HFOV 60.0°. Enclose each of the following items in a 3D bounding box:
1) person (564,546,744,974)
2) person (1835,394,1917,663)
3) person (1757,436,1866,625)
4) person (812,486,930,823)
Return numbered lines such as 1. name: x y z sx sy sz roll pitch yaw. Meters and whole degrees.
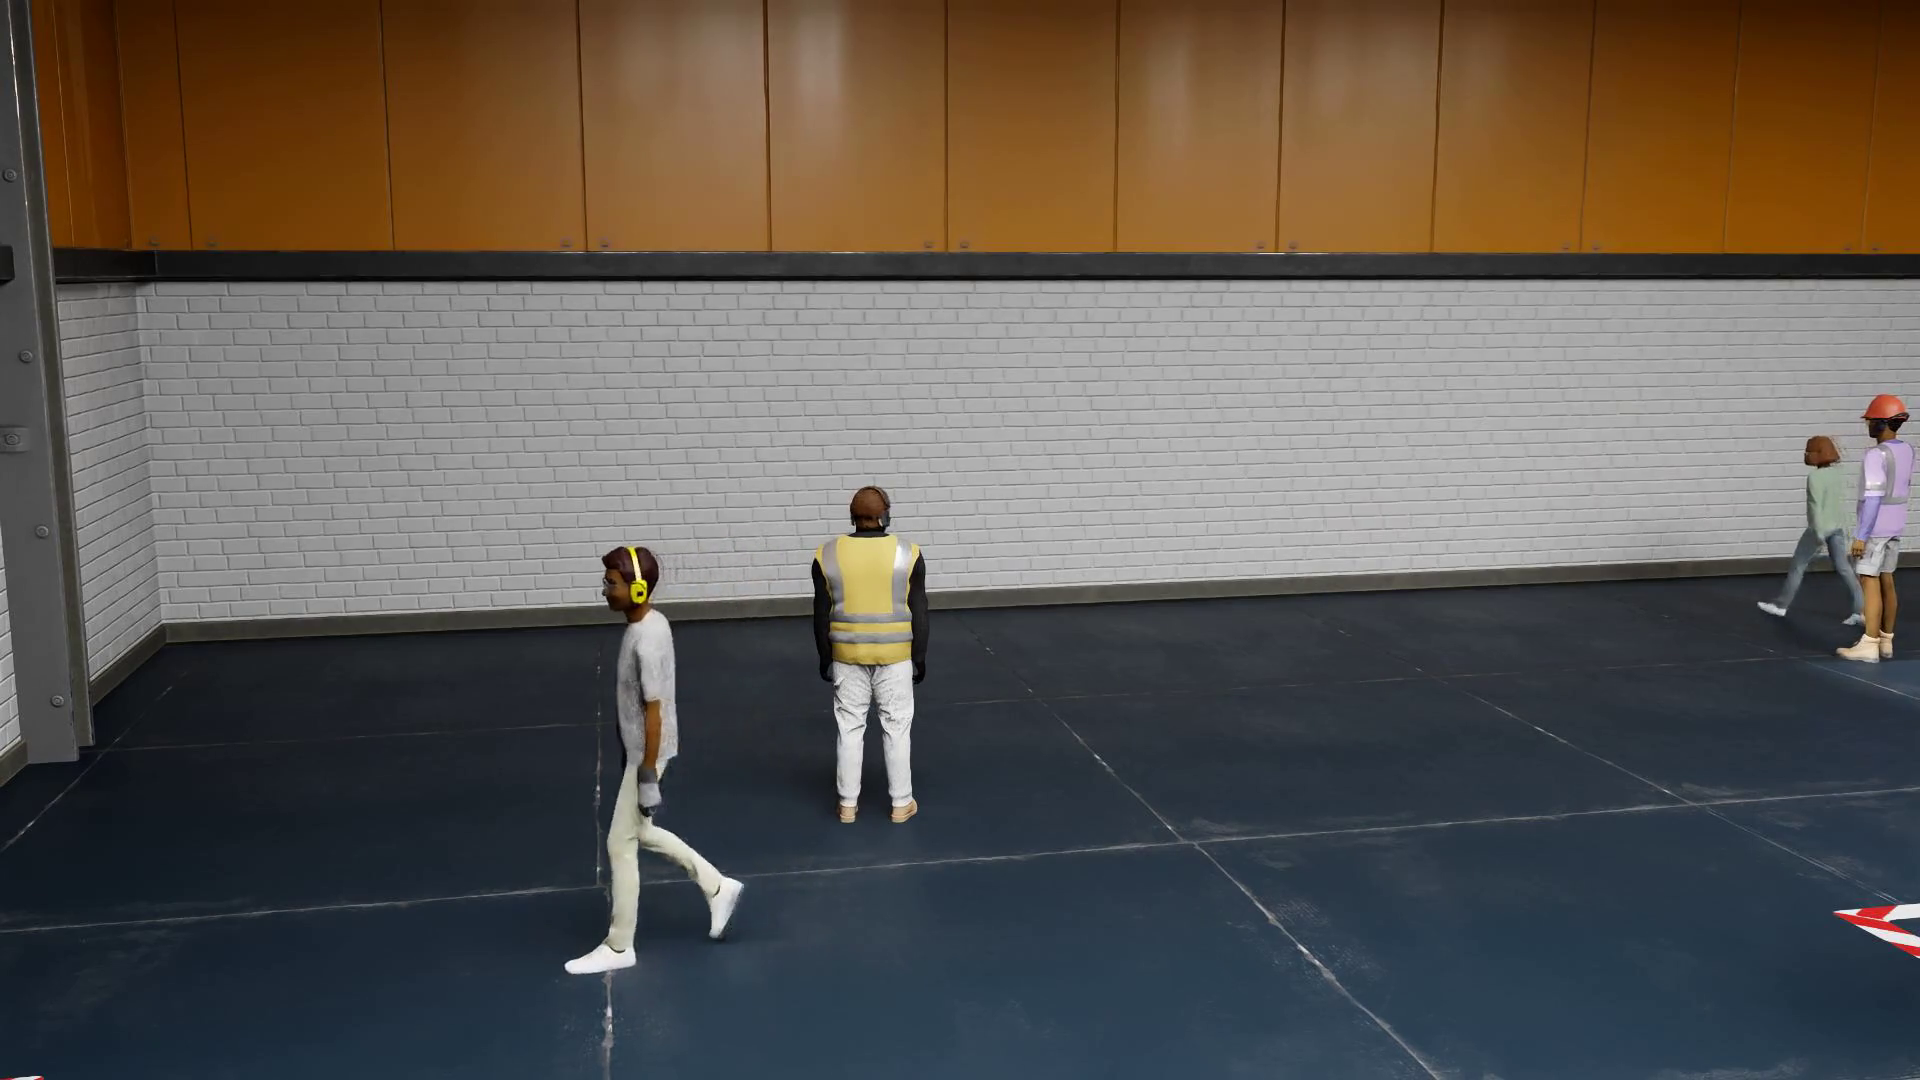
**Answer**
1. person: -1.331 0.922 7.132 0.726 1.849 0.555 -2 9 -9
2. person: 6.994 -0.088 12.706 0.615 2.042 0.376 -7 12 -37
3. person: 7.306 -0.084 14.070 0.496 1.584 0.903 -5 11 -30
4. person: -0.475 0.623 8.995 0.625 1.842 0.429 0 9 2
